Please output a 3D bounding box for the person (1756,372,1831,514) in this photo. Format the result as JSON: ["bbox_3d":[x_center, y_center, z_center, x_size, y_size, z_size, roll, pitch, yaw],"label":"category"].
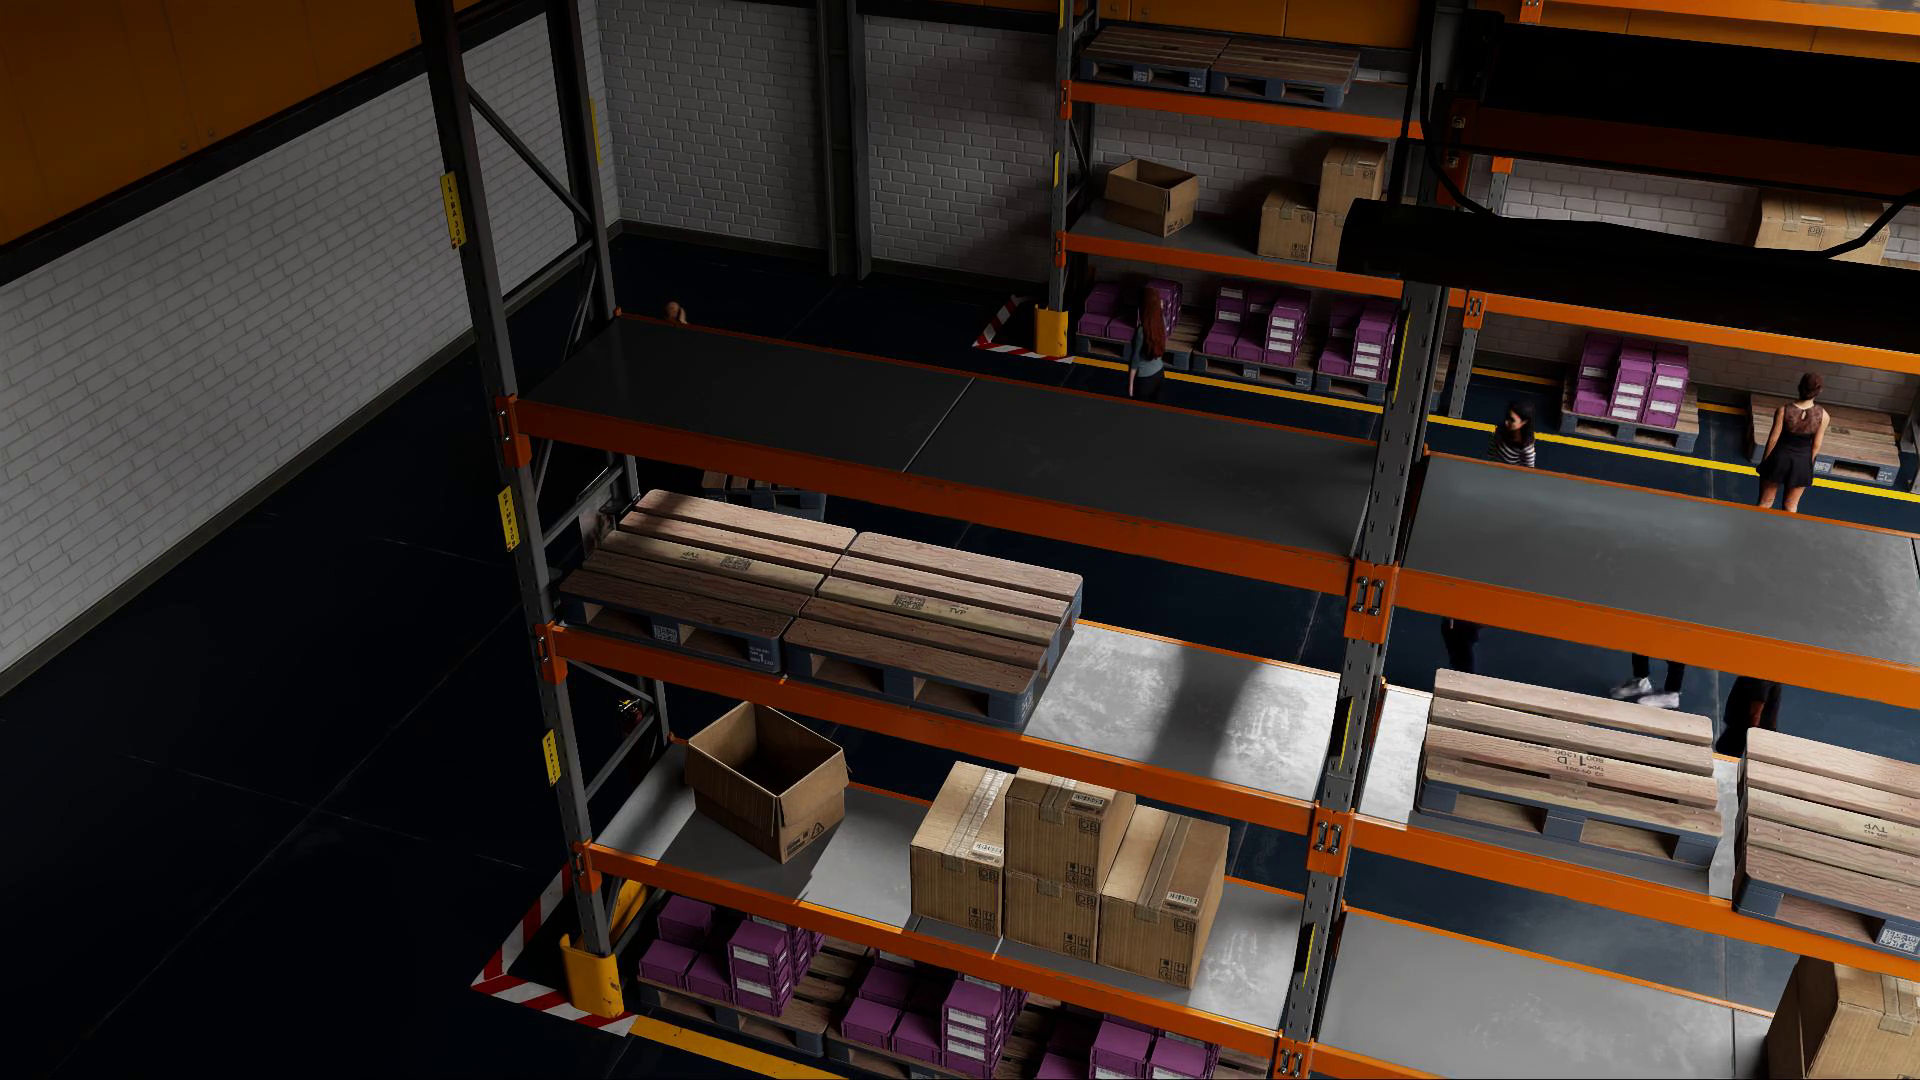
[{"bbox_3d":[6.709,-0.613,13.489,0.509,1.672,0.639,10,35,14],"label":"person"}]

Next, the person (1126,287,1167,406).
[{"bbox_3d":[1.649,-1.404,14.619,0.647,1.739,0.642,28,43,36],"label":"person"}]

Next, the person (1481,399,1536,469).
[{"bbox_3d":[4.314,-0.317,12.988,1.218,1.734,1.060,-9,35,-14],"label":"person"}]
